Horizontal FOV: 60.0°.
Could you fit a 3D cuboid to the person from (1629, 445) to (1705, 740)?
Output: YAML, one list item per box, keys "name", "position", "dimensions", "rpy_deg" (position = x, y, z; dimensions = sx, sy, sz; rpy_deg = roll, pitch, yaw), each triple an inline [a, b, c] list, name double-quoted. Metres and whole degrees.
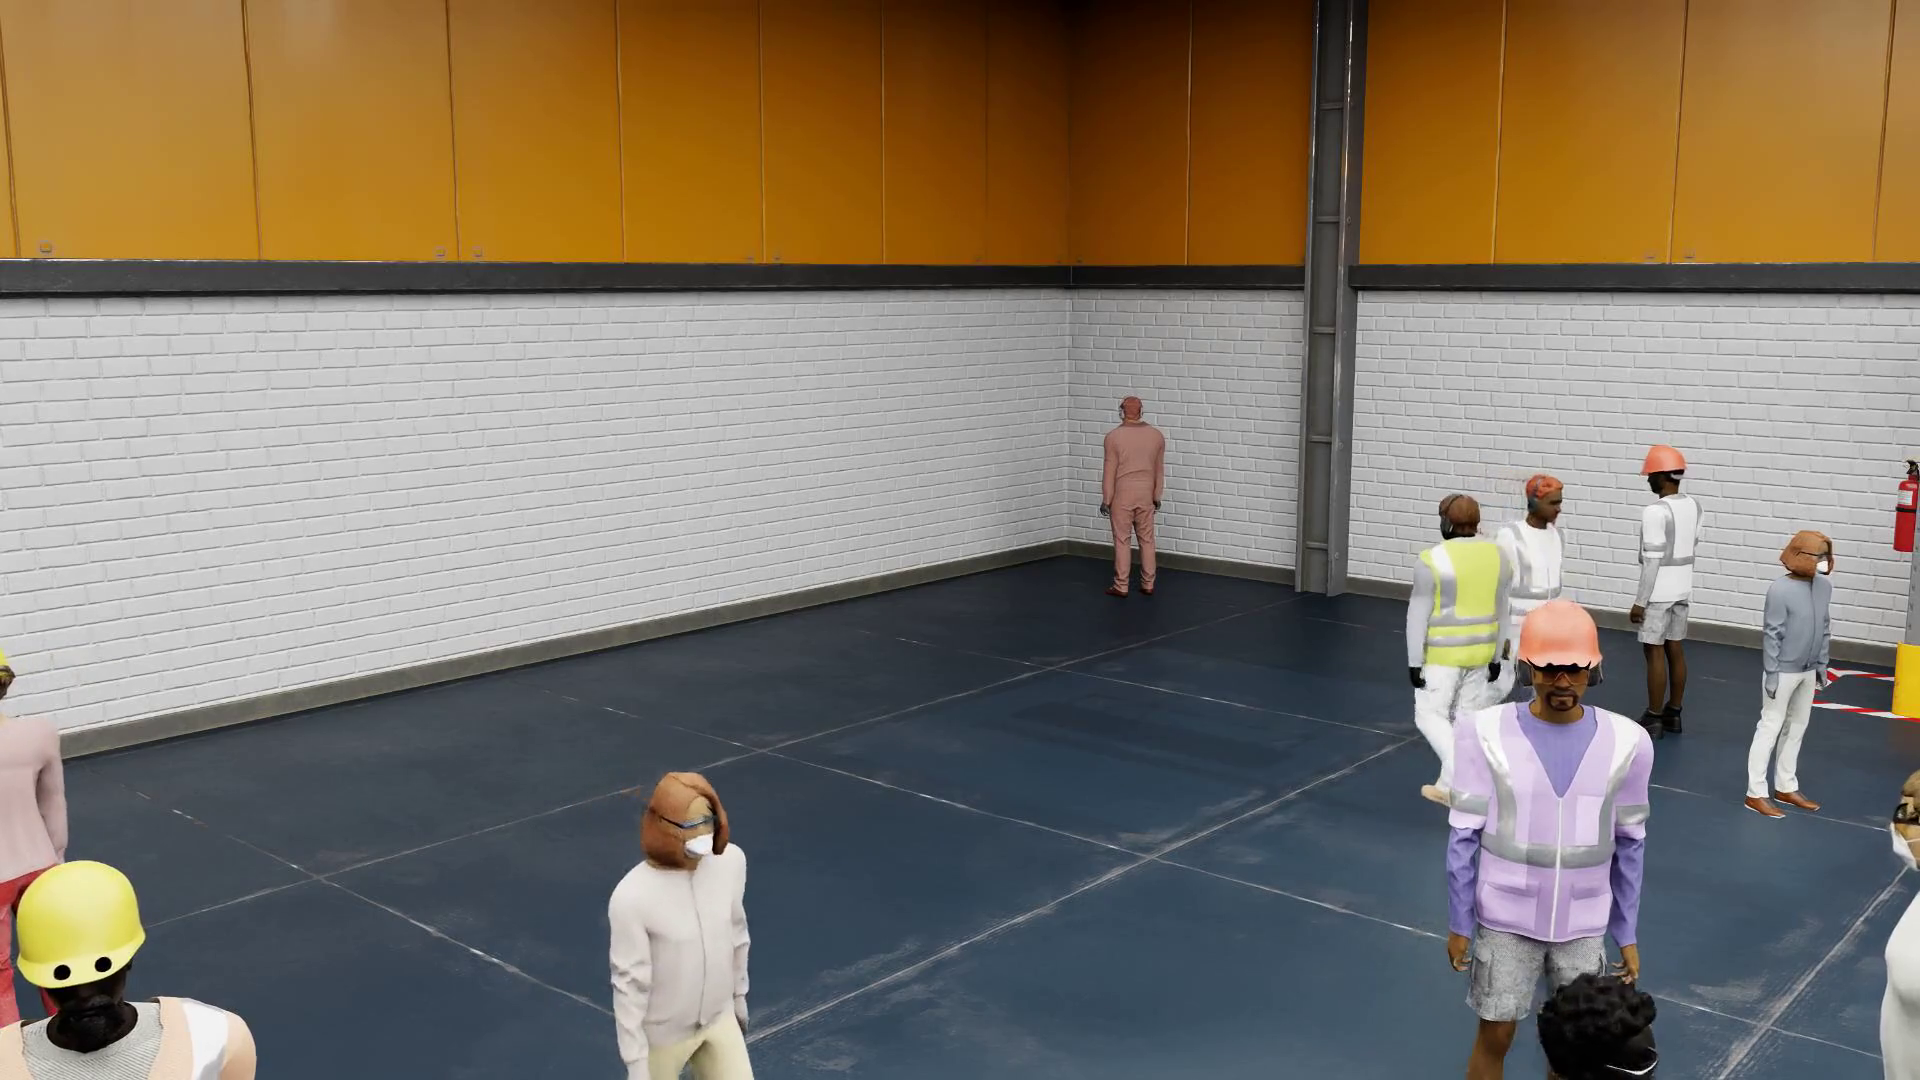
- name: "person"
  position: [4.593, 0.340, 10.916]
  dimensions: [0.543, 1.935, 0.366]
  rpy_deg: [-6, 11, -35]

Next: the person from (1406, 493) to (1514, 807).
- name: "person"
  position: [2.799, 0.657, 9.268]
  dimensions: [0.635, 1.830, 0.657]
  rpy_deg: [-3, 10, -18]

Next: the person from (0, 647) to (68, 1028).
- name: "person"
  position: [-3.467, 1.209, 5.993]
  dimensions: [0.330, 1.765, 0.533]
  rpy_deg: [4, 10, 24]

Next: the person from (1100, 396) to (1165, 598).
- name: "person"
  position: [1.610, -0.410, 15.719]
  dimensions: [0.651, 1.904, 0.402]
  rpy_deg: [-4, 10, -23]

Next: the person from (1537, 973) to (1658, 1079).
- name: "person"
  position: [1.202, 1.668, 3.465]
  dimensions: [0.840, 1.670, 0.534]
  rpy_deg: [5, 11, 30]

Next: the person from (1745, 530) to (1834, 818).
- name: "person"
  position: [4.689, 0.746, 9.347]
  dimensions: [0.497, 1.625, 0.287]
  rpy_deg: [-5, 10, -28]

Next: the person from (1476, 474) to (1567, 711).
- name: "person"
  position: [3.406, 0.506, 10.157]
  dimensions: [0.600, 1.858, 0.874]
  rpy_deg: [-4, 10, -26]

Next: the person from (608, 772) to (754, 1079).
- name: "person"
  position: [-0.738, 1.470, 4.828]
  dimensions: [0.534, 1.600, 0.756]
  rpy_deg: [-9, 13, -44]

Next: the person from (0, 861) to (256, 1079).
- name: "person"
  position: [-1.670, 1.557, 3.292]
  dimensions: [0.588, 1.927, 0.365]
  rpy_deg: [-6, 11, -32]

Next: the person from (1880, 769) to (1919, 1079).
- name: "person"
  position: [2.306, 1.457, 3.896]
  dimensions: [0.366, 1.936, 0.630]
  rpy_deg: [4, 10, 24]

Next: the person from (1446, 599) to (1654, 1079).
- name: "person"
  position: [1.845, 1.189, 5.243]
  dimensions: [0.607, 2.044, 0.378]
  rpy_deg: [1, 9, 7]
